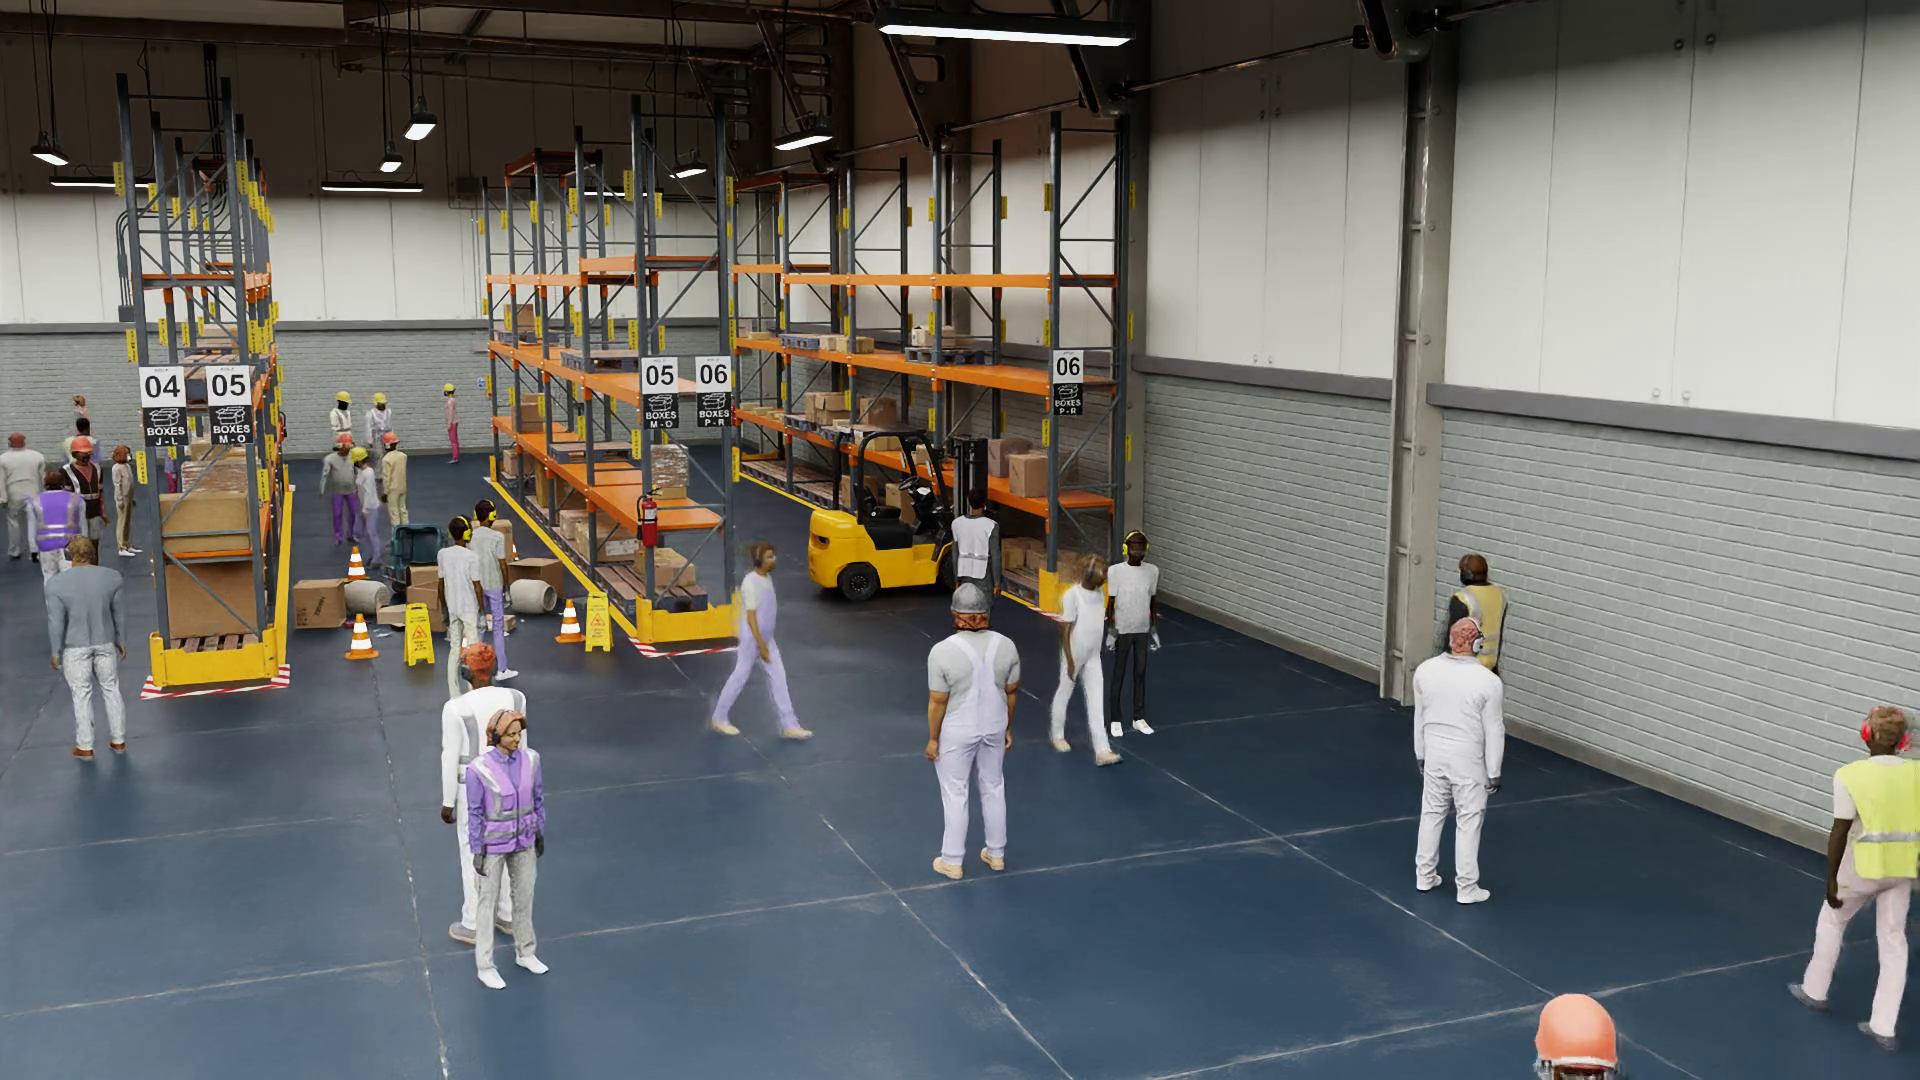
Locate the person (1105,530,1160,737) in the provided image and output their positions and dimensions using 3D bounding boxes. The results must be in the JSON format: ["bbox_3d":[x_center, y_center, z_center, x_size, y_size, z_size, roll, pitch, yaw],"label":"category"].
[{"bbox_3d":[1.555,0.836,14.948,0.508,1.865,0.329,-3,9,-16],"label":"person"}]

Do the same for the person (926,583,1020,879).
[{"bbox_3d":[0.044,1.296,11.491,0.688,2.000,0.536,-5,10,-27],"label":"person"}]

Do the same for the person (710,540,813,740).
[{"bbox_3d":[-1.823,0.891,14.805,0.968,1.805,0.505,4,10,23],"label":"person"}]

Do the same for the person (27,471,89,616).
[{"bbox_3d":[-10.786,0.079,19.942,0.631,1.797,0.822,-4,10,-21],"label":"person"}]

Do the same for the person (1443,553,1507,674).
[{"bbox_3d":[4.264,1.019,13.892,0.636,1.841,0.429,-7,12,-38],"label":"person"}]

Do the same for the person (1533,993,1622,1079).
[{"bbox_3d":[1.871,2.357,5.065,0.631,1.965,0.908,1,9,5],"label":"person"}]

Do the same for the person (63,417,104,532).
[{"bbox_3d":[-13.973,-0.998,26.414,0.644,1.890,0.650,1,9,7],"label":"person"}]

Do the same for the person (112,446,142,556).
[{"bbox_3d":[-12.345,-0.584,24.601,0.284,1.633,0.497,-1,9,-6],"label":"person"}]

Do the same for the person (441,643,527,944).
[{"bbox_3d":[-2.957,1.560,10.359,0.375,1.880,0.579,8,12,40],"label":"person"}]

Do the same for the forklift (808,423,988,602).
[{"bbox_3d":[-0.830,-0.399,21.676,2.313,2.155,1.214,-4,10,-21],"label":"forklift"}]

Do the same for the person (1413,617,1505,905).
[{"bbox_3d":[3.302,1.446,10.991,0.396,1.901,0.652,-8,12,-42],"label":"person"}]

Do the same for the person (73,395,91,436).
[{"bbox_3d":[-18.370,-2.211,34.818,0.312,1.642,0.512,-2,9,-10],"label":"person"}]

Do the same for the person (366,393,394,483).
[{"bbox_3d":[-11.509,-2.029,33.113,0.420,1.816,0.613,6,11,32],"label":"person"}]

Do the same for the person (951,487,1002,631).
[{"bbox_3d":[0.179,0.395,17.535,0.594,1.921,0.388,6,11,33],"label":"person"}]

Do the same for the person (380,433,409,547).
[{"bbox_3d":[-8.661,-0.766,25.400,0.342,1.741,0.560,2,9,15],"label":"person"}]

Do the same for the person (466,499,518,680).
[{"bbox_3d":[-4.811,0.509,17.004,0.508,1.865,0.329,2,9,14],"label":"person"}]

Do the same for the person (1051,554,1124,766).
[{"bbox_3d":[1.055,1.005,14.137,0.557,1.790,0.957,-6,11,-33],"label":"person"}]

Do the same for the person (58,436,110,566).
[{"bbox_3d":[-11.429,-0.337,21.757,0.378,2.045,0.605,5,10,27],"label":"person"}]

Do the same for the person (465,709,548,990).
[{"bbox_3d":[-2.645,1.783,9.721,0.312,1.633,0.518,8,12,40],"label":"person"}]

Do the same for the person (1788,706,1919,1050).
[{"bbox_3d":[4.956,1.792,9.117,0.577,1.796,0.868,0,9,-2],"label":"person"}]

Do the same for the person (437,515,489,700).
[{"bbox_3d":[-4.714,0.692,15.831,0.533,1.871,0.320,4,10,22],"label":"person"}]

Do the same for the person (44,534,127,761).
[{"bbox_3d":[-7.447,0.913,14.222,0.355,1.937,0.634,9,12,43],"label":"person"}]

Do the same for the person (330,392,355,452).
[{"bbox_3d":[-11.936,-1.912,32.118,0.497,1.899,0.619,2,9,10],"label":"person"}]

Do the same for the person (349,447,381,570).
[{"bbox_3d":[-8.354,-0.446,23.354,0.370,1.754,0.555,-7,11,-37],"label":"person"}]

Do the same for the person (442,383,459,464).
[{"bbox_3d":[-11.217,-2.562,36.635,0.316,1.769,0.525,-2,9,-9],"label":"person"}]

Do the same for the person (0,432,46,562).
[{"bbox_3d":[-13.648,-0.636,24.191,0.641,1.864,0.950,-7,11,-38],"label":"person"}]

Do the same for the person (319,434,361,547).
[{"bbox_3d":[-9.439,-0.758,25.403,0.672,1.735,0.397,-8,12,-41],"label":"person"}]
